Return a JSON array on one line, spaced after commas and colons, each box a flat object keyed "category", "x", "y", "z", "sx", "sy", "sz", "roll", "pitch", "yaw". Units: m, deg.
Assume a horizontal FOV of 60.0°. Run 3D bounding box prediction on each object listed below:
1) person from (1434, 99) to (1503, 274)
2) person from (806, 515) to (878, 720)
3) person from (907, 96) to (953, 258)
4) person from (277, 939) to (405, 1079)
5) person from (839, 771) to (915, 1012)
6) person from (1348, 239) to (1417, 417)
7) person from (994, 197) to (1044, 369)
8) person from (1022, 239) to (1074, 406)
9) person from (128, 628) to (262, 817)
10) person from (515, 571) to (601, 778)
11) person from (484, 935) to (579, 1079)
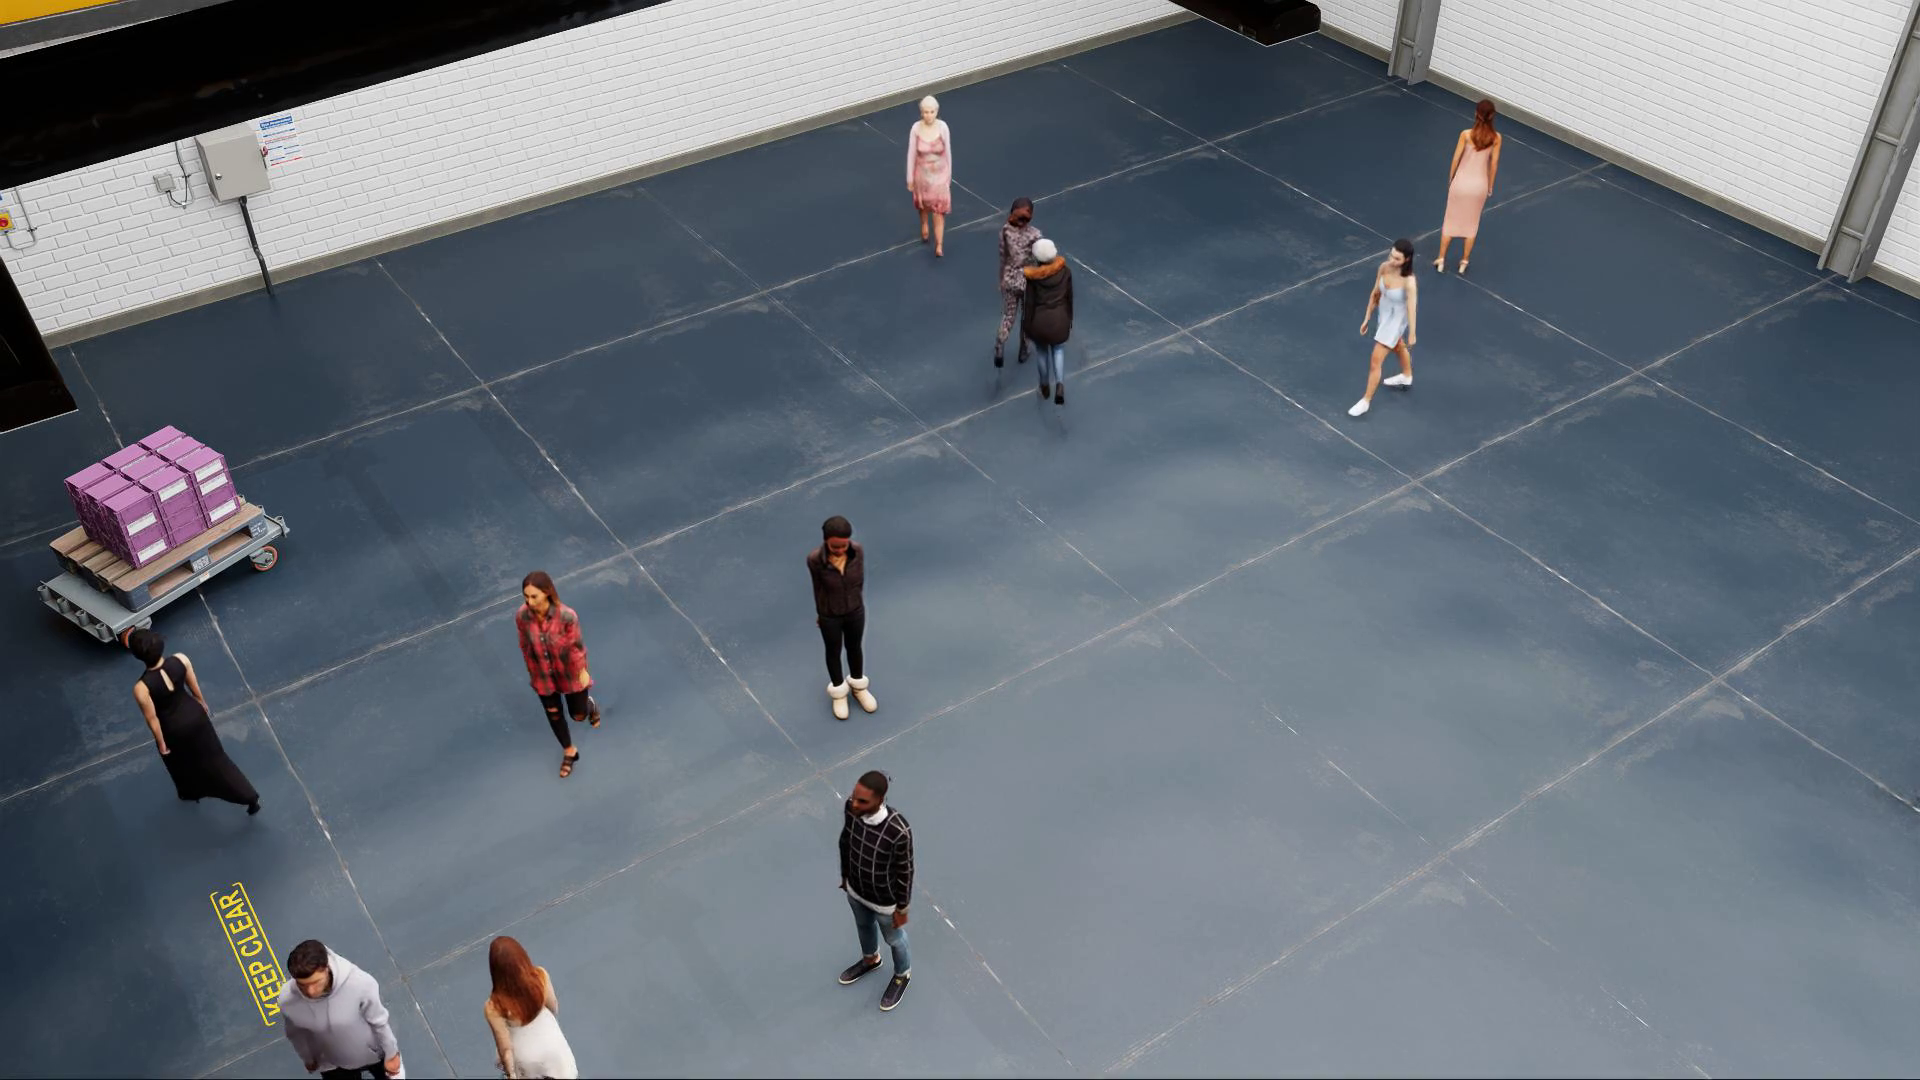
[{"category": "person", "x": 5.076, "y": -3.509, "z": 16.557, "sx": 0.651, "sy": 1.830, "sz": 0.714, "roll": 7, "pitch": 39, "yaw": 8}, {"category": "person", "x": -0.846, "y": 0.488, "z": 11.688, "sx": 0.674, "sy": 1.662, "sz": 0.608, "roll": -23, "pitch": 44, "yaw": -26}, {"category": "person", "x": -0.323, "y": -3.766, "z": 17.024, "sx": 0.960, "sy": 1.650, "sz": 1.167, "roll": -4, "pitch": 39, "yaw": -5}, {"category": "person", "x": -3.220, "y": 2.623, "z": 8.833, "sx": 0.917, "sy": 1.888, "sz": 1.276, "roll": -11, "pitch": 40, "yaw": -13}, {"category": "person", "x": -0.473, "y": 1.996, "z": 9.671, "sx": 0.606, "sy": 1.821, "sz": 0.782, "roll": 26, "pitch": 45, "yaw": 29}, {"category": "person", "x": 3.871, "y": -1.927, "z": 14.707, "sx": 0.808, "sy": 1.667, "sz": 1.049, "roll": -14, "pitch": 41, "yaw": -16}, {"category": "person", "x": 0.521, "y": -2.289, "z": 15.132, "sx": 0.942, "sy": 1.702, "sz": 0.919, "roll": 15, "pitch": 41, "yaw": 18}, {"category": "person", "x": 0.801, "y": -1.878, "z": 14.689, "sx": 0.838, "sy": 1.613, "sz": 0.950, "roll": -4, "pitch": 39, "yaw": -6}, {"category": "person", "x": -5.004, "y": 1.239, "z": 10.815, "sx": 1.075, "sy": 1.578, "sz": 0.862, "roll": 19, "pitch": 43, "yaw": 23}, {"category": "person", "x": -2.680, "y": 0.842, "z": 11.224, "sx": 0.856, "sy": 1.687, "sz": 0.925, "roll": 5, "pitch": 39, "yaw": 6}, {"category": "person", "x": -2.211, "y": 2.776, "z": 8.829, "sx": 0.551, "sy": 1.653, "sz": 1.226, "roll": -24, "pitch": 45, "yaw": -27}]
